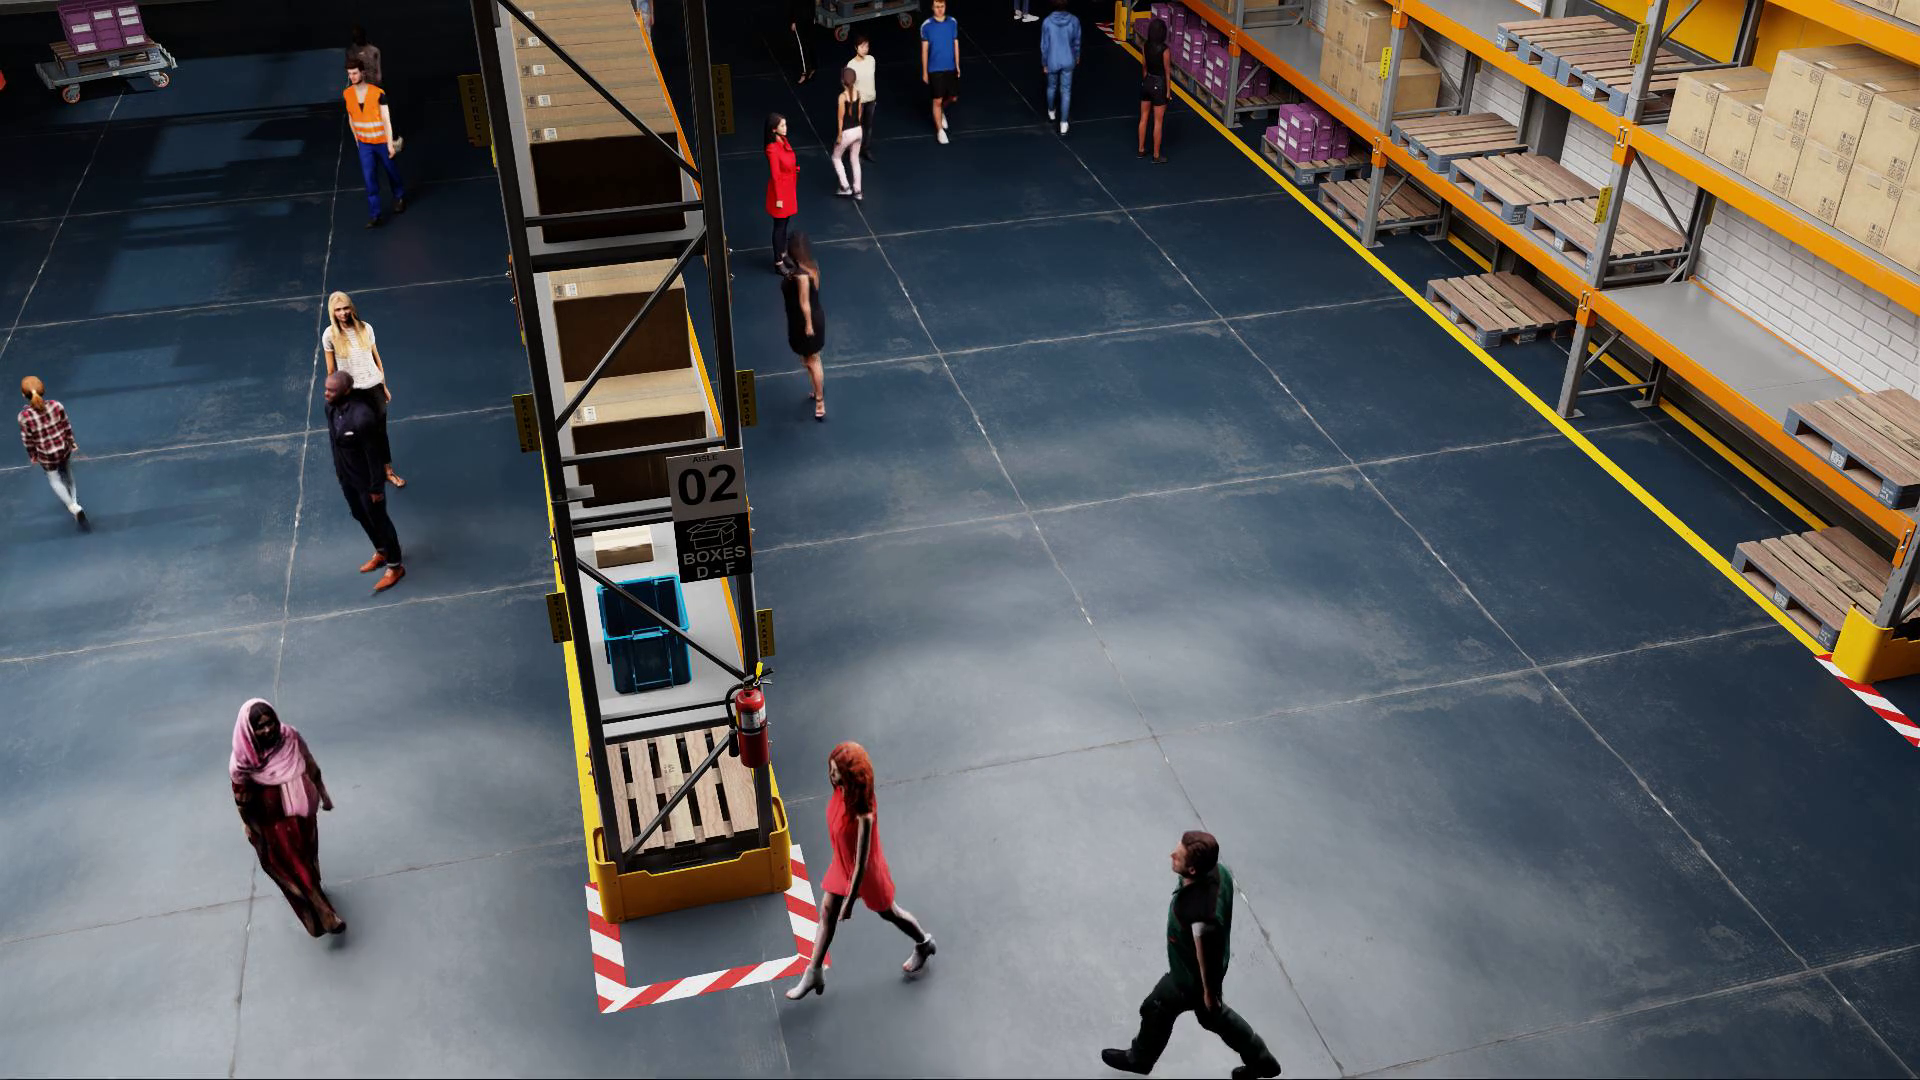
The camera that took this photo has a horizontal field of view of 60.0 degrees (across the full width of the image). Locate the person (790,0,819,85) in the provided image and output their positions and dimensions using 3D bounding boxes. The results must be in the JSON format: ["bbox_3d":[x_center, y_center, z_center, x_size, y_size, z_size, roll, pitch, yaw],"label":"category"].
[{"bbox_3d":[-2.148,-7.124,22.831,0.721,1.707,0.703,26,42,34],"label":"person"}]

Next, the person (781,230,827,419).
[{"bbox_3d":[-1.339,-1.928,15.034,0.866,1.683,0.651,-6,34,-9],"label":"person"}]

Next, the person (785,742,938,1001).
[{"bbox_3d":[-0.461,1.844,9.277,0.847,1.775,1.146,-16,37,-22],"label":"person"}]

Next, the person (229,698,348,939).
[{"bbox_3d":[-4.058,1.554,9.840,1.107,1.635,1.010,22,40,30],"label":"person"}]

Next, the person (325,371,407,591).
[{"bbox_3d":[-4.564,-0.492,12.746,0.760,1.825,0.861,24,41,32],"label":"person"}]

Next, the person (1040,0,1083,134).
[{"bbox_3d":[1.293,-6.061,21.176,0.946,1.768,1.254,2,34,3],"label":"person"}]

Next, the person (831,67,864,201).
[{"bbox_3d":[-1.241,-4.689,19.309,0.650,1.550,0.695,-27,42,-34],"label":"person"}]

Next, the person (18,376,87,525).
[{"bbox_3d":[-7.395,-0.731,13.587,0.911,1.292,0.774,28,43,36],"label":"person"}]

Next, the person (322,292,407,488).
[{"bbox_3d":[-4.996,-1.229,13.855,0.683,1.826,0.660,-23,40,-31],"label":"person"}]

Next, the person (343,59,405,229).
[{"bbox_3d":[-6.572,-4.527,18.801,0.909,1.843,1.258,1,34,1],"label":"person"}]

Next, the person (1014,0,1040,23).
[{"bbox_3d":[0.990,-8.826,25.319,0.707,1.787,0.582,-21,39,-28],"label":"person"}]

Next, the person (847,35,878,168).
[{"bbox_3d":[-1.189,-5.371,20.300,0.654,1.588,0.627,-26,42,-33],"label":"person"}]

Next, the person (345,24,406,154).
[{"bbox_3d":[-7.255,-5.579,20.558,0.633,1.649,0.817,-7,34,-11],"label":"person"}]

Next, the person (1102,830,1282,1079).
[{"bbox_3d":[1.319,2.239,8.664,1.114,1.795,1.223,10,35,14],"label":"person"}]

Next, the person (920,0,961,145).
[{"bbox_3d":[-0.257,-5.985,20.979,0.724,1.859,0.929,-12,36,-18],"label":"person"}]

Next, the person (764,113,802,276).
[{"bbox_3d":[-1.892,-3.670,17.597,0.782,1.748,0.683,6,34,9],"label":"person"}]

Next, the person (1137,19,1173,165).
[{"bbox_3d":[2.386,-5.499,20.355,0.724,1.742,0.596,-26,42,-33],"label":"person"}]
